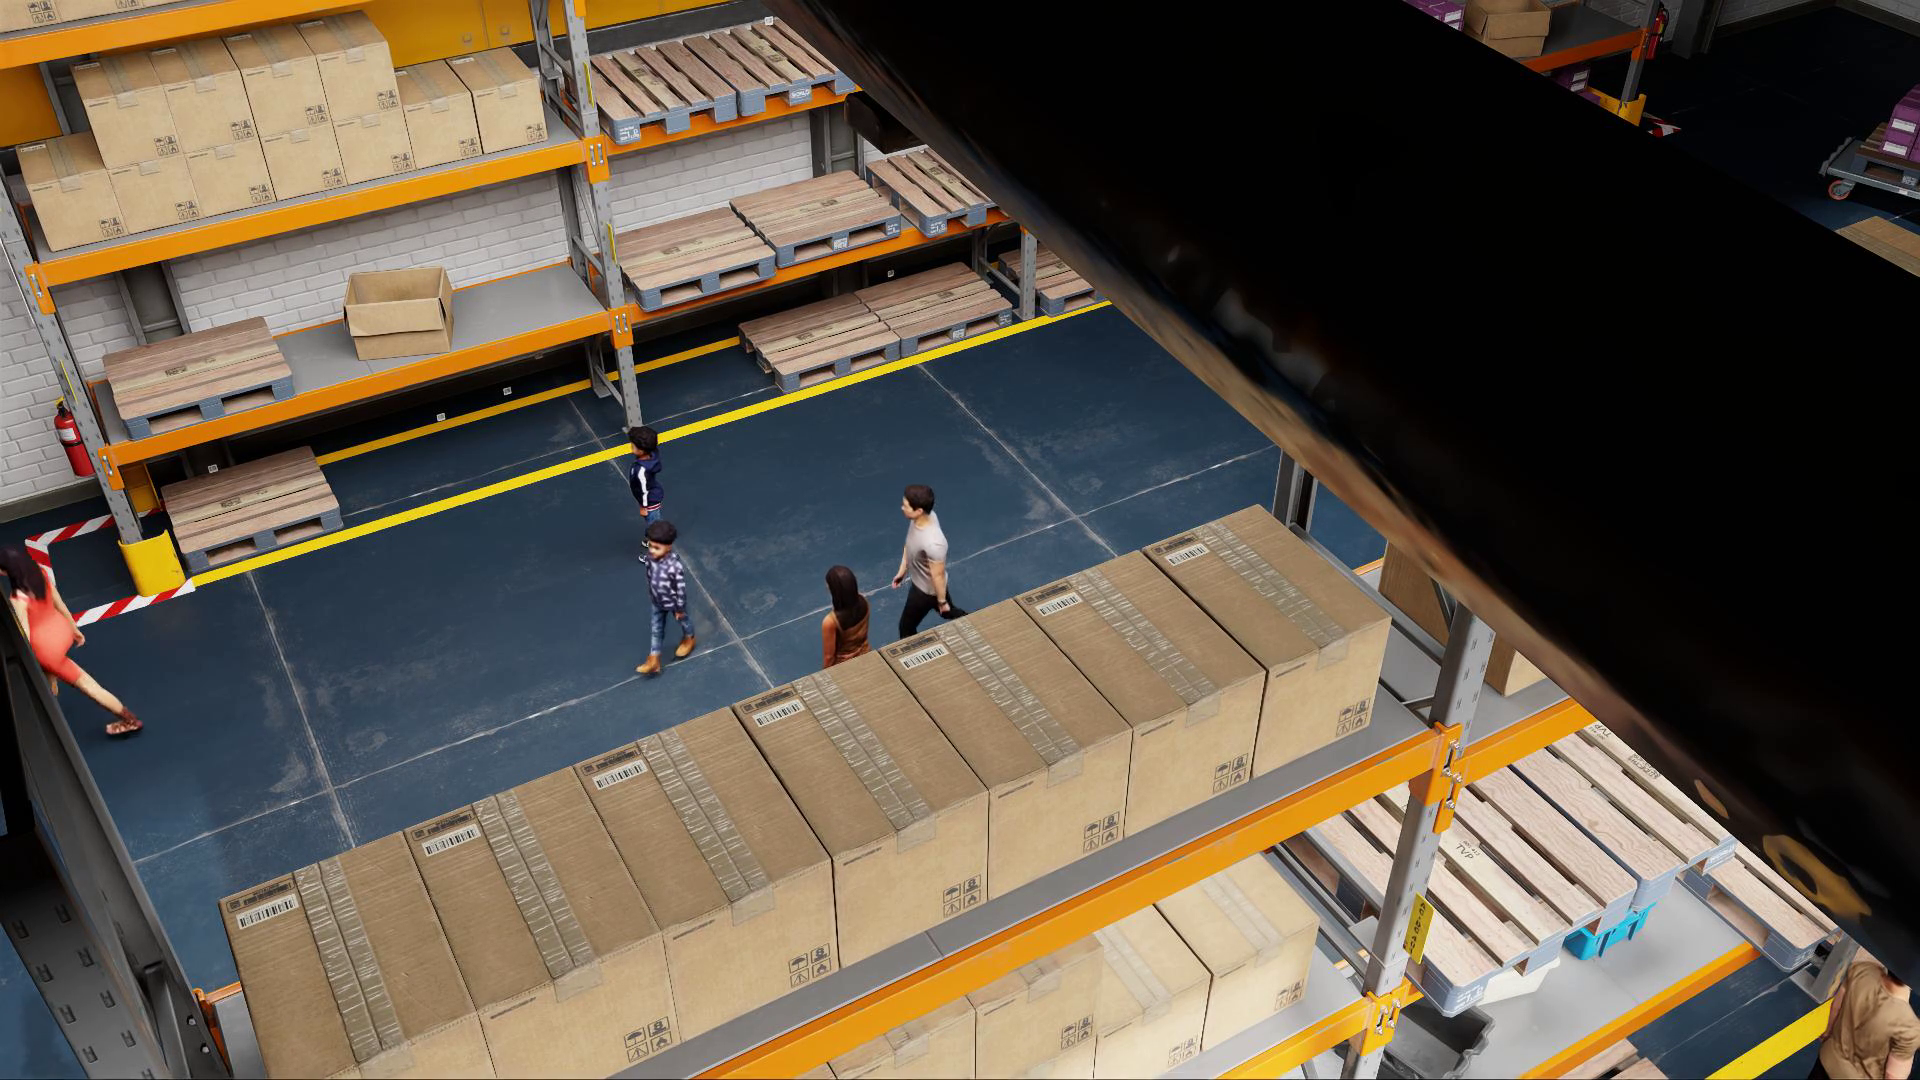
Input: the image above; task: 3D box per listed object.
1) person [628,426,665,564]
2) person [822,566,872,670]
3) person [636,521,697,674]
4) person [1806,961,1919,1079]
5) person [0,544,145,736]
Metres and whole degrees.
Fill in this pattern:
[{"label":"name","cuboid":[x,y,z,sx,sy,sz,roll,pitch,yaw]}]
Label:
[{"label":"person","cuboid":[-2.400,-0.364,12.819,0.624,1.221,0.597,1,39,1]},{"label":"person","cuboid":[-0.723,0.852,10.924,0.693,1.686,0.583,23,44,26]},{"label":"person","cuboid":[-2.051,0.366,11.902,0.754,1.225,0.882,18,42,21]},{"label":"person","cuboid":[4.559,2.689,8.494,0.673,1.849,0.725,-8,39,-10]},{"label":"person","cuboid":[-5.960,0.728,11.098,1.215,1.664,0.950,-3,39,-3]}]
